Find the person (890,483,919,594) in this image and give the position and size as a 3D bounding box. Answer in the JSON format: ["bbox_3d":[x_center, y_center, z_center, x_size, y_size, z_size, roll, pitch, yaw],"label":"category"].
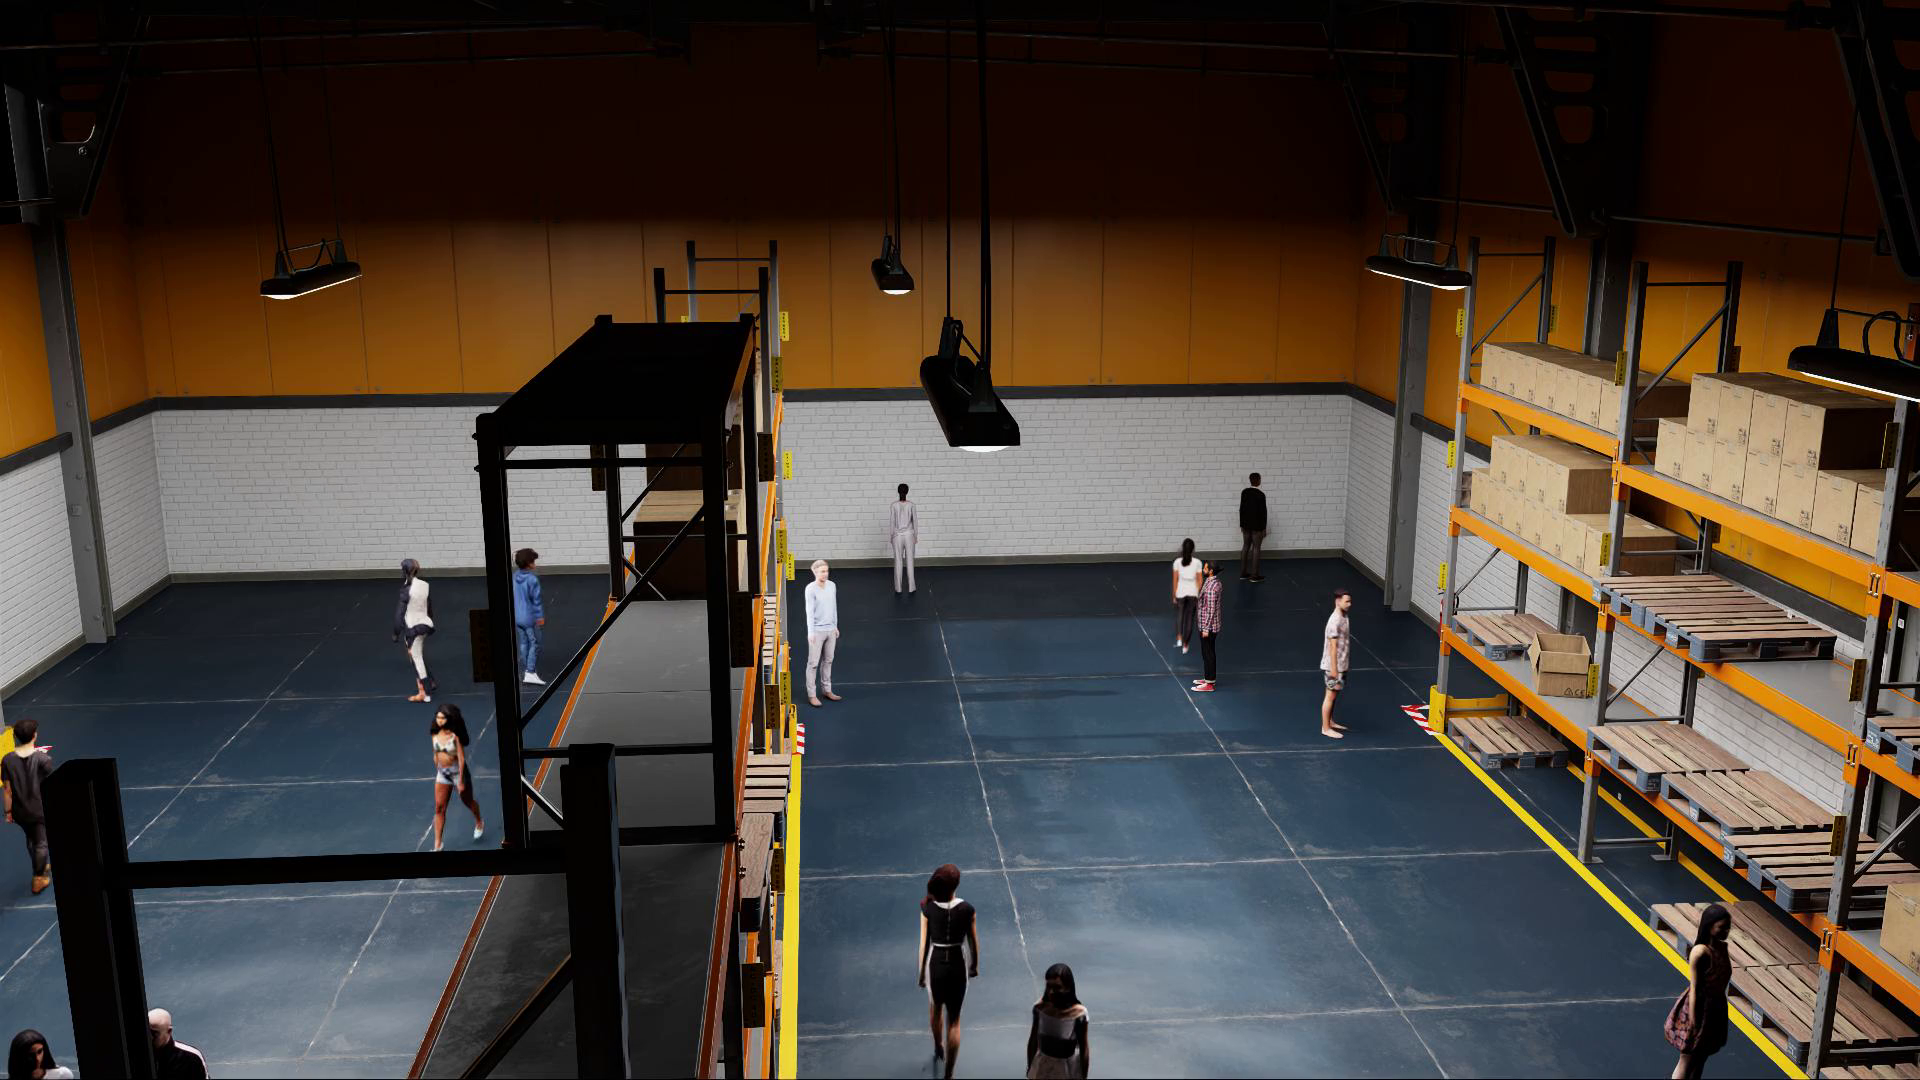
[{"bbox_3d":[-0.905,-0.038,26.623,0.611,1.773,0.548,0,14,1],"label":"person"}]

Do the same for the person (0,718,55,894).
[{"bbox_3d":[-8.944,2.579,15.980,0.622,1.696,0.765,-1,14,-5],"label":"person"}]

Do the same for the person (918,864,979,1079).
[{"bbox_3d":[-0.096,3.356,12.606,0.665,1.772,0.937,0,14,0],"label":"person"}]

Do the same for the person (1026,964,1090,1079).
[{"bbox_3d":[0.660,3.682,11.256,0.755,1.774,0.776,5,14,18],"label":"person"}]

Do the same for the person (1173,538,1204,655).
[{"bbox_3d":[3.199,0.806,23.442,0.690,1.630,0.763,4,14,16],"label":"person"}]

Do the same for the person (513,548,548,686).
[{"bbox_3d":[-5.789,1.003,22.263,0.940,1.801,1.015,7,15,26],"label":"person"}]

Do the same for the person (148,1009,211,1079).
[{"bbox_3d":[-5.005,3.814,10.581,0.680,1.836,0.558,-1,14,-4],"label":"person"}]

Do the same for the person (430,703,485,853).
[{"bbox_3d":[-5.095,2.408,16.917,0.838,1.586,1.107,4,14,17],"label":"person"}]

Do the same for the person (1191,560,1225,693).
[{"bbox_3d":[3.280,1.110,21.907,0.817,1.761,0.645,3,14,11],"label":"person"}]

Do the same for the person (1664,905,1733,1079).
[{"bbox_3d":[5.407,3.478,12.101,0.801,1.774,0.845,-11,17,-38],"label":"person"}]

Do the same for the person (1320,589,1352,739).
[{"bbox_3d":[4.575,1.472,20.296,0.811,1.815,0.684,6,15,22],"label":"person"}]

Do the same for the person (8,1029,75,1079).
[{"bbox_3d":[-5.754,3.883,10.428,0.710,1.773,0.645,11,17,38],"label":"person"}]

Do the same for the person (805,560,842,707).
[{"bbox_3d":[-1.788,1.169,21.382,0.792,1.894,0.746,13,19,43],"label":"person"}]

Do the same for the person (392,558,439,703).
[{"bbox_3d":[-6.911,1.176,21.394,0.855,1.874,0.713,3,14,11],"label":"person"}]

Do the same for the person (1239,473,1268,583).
[{"bbox_3d":[4.812,-0.222,27.327,0.799,1.799,0.691,-11,18,-39],"label":"person"}]
